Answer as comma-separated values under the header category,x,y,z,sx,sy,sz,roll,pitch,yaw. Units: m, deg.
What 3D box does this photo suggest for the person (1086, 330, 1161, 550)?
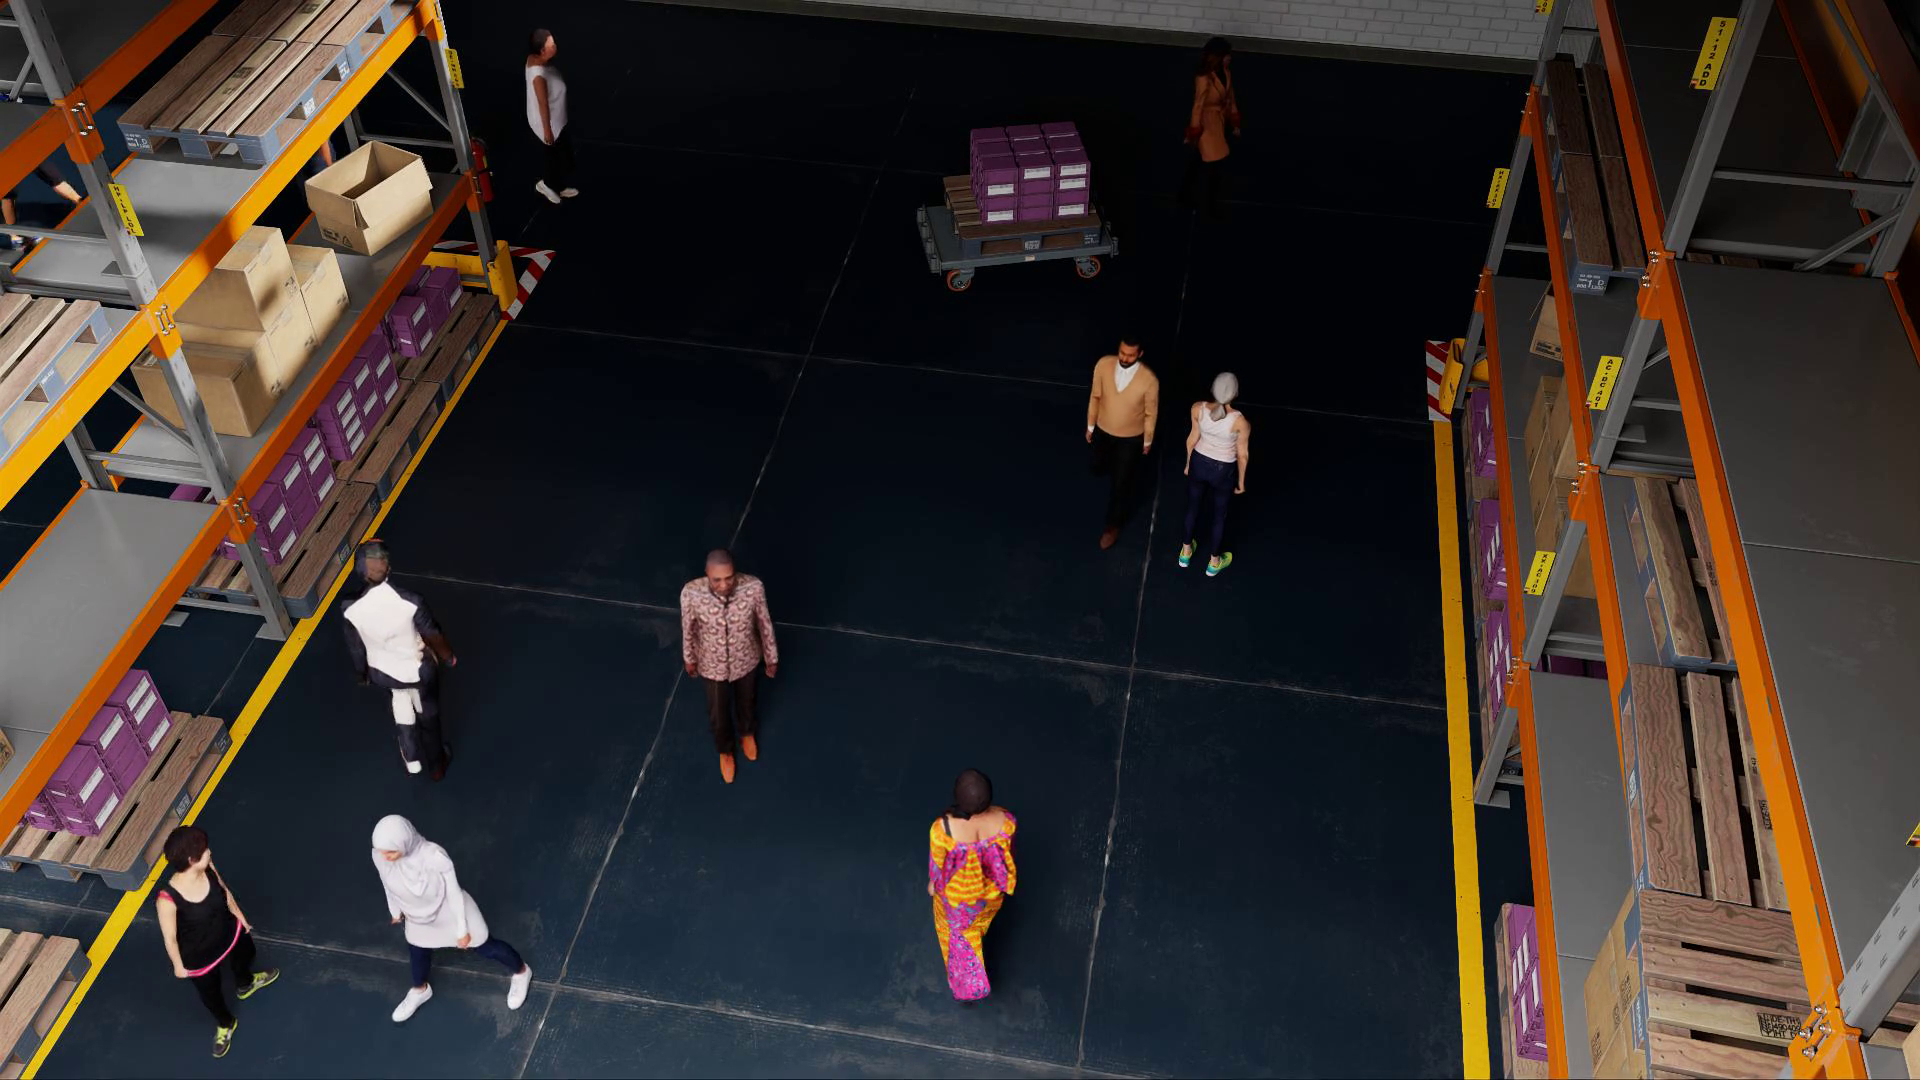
category,x,y,z,sx,sy,sz,roll,pitch,yaw
person,1.154,-0.797,11.769,0.875,1.734,1.078,22,48,21

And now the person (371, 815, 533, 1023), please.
category,x,y,z,sx,sy,sz,roll,pitch,yaw
person,-2.797,1.987,8.844,0.834,1.738,0.740,8,44,9

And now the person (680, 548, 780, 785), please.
category,x,y,z,sx,sy,sz,roll,pitch,yaw
person,-1.426,0.652,10.207,0.853,1.791,0.868,-11,45,-12

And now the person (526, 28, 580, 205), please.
category,x,y,z,sx,sy,sz,roll,pitch,yaw
person,-3.734,-3.767,14.927,0.870,1.678,0.773,-13,45,-13

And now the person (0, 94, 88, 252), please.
category,x,y,z,sx,sy,sz,roll,pitch,yaw
person,-8.282,-3.341,14.378,0.914,1.819,1.278,21,48,21

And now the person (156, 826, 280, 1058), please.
category,x,y,z,sx,sy,sz,roll,pitch,yaw
person,-4.048,2.148,8.835,0.822,1.517,0.534,25,49,24

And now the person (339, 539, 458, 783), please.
category,x,y,z,sx,sy,sz,roll,pitch,yaw
person,-3.342,0.828,9.960,0.768,1.877,0.715,-1,44,-1

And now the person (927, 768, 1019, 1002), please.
category,x,y,z,sx,sy,sz,roll,pitch,yaw
person,0.056,1.852,9.032,0.928,1.674,1.098,-12,45,-13

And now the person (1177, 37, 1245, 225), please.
category,x,y,z,sx,sy,sz,roll,pitch,yaw
person,2.128,-3.697,14.835,0.904,1.703,0.877,25,49,24

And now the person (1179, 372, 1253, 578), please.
category,x,y,z,sx,sy,sz,roll,pitch,yaw
person,1.737,-0.461,11.440,0.669,1.701,0.641,22,48,21
